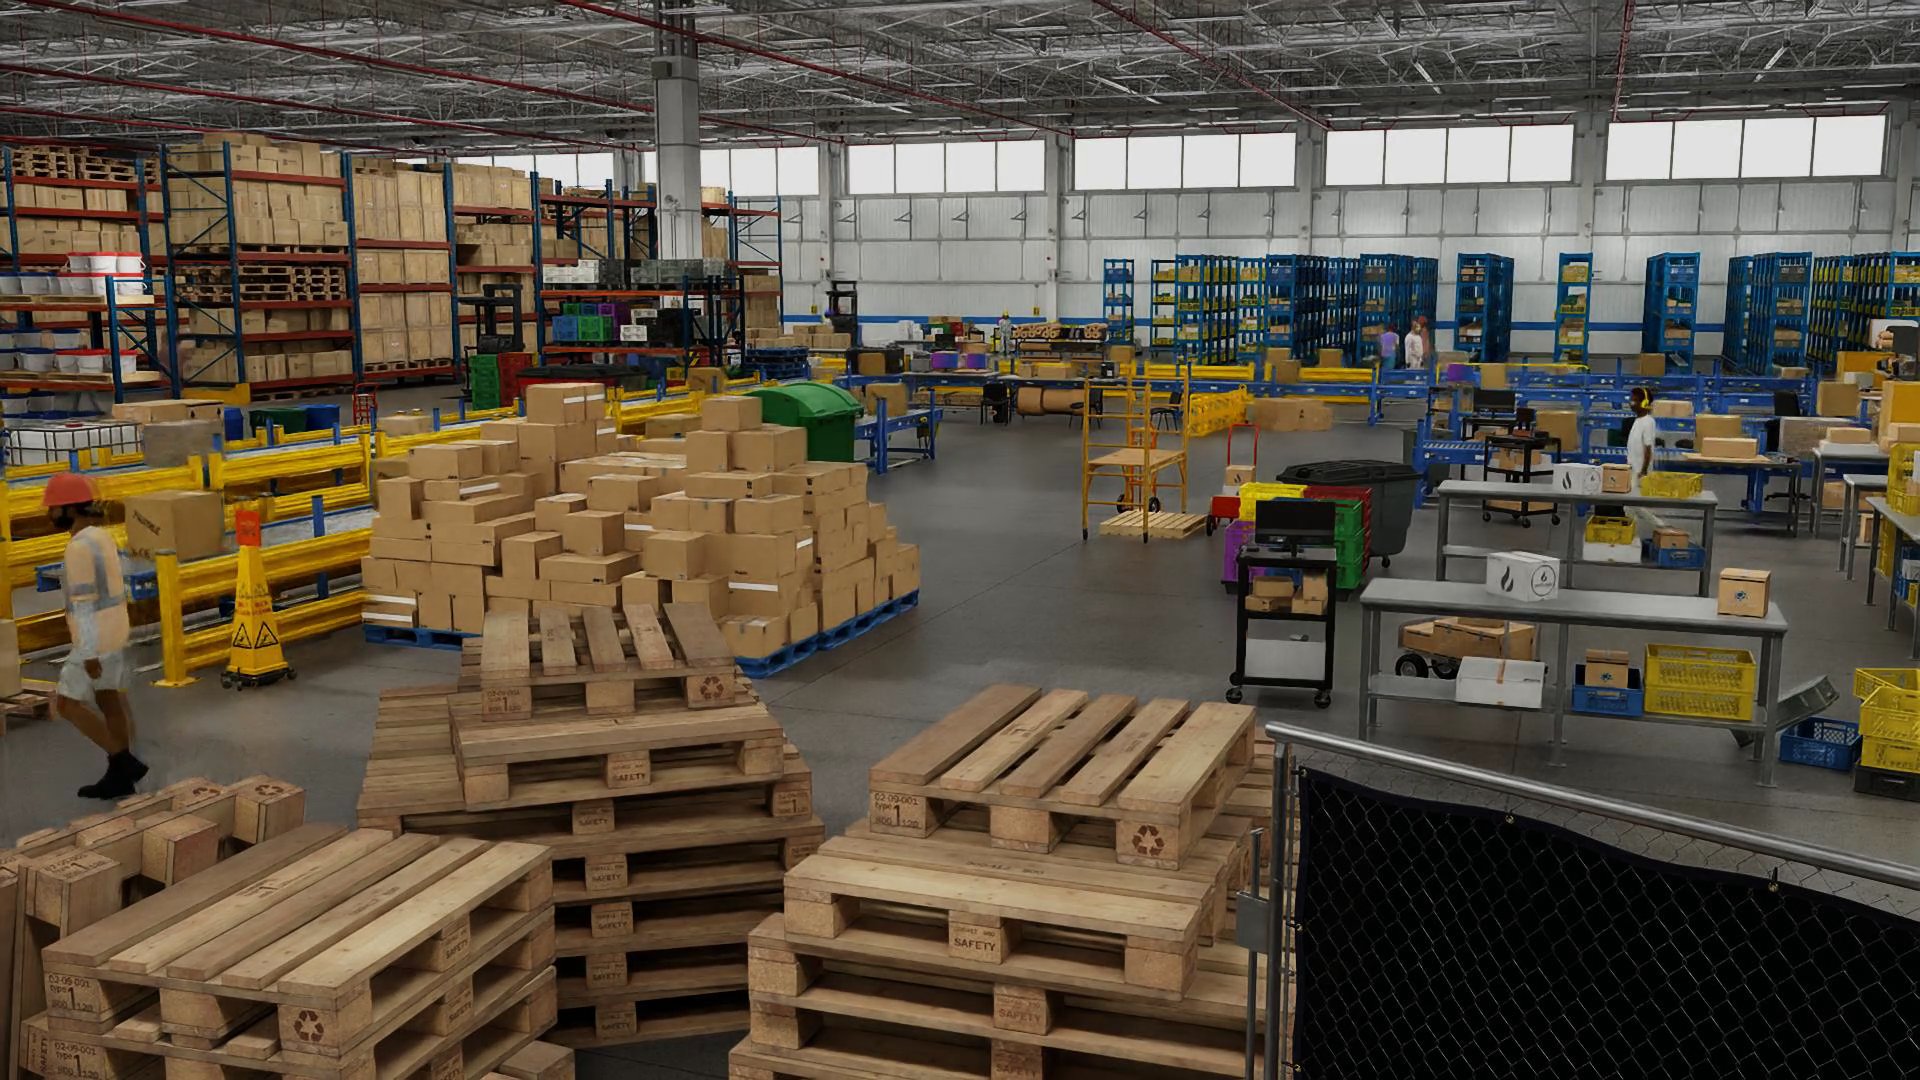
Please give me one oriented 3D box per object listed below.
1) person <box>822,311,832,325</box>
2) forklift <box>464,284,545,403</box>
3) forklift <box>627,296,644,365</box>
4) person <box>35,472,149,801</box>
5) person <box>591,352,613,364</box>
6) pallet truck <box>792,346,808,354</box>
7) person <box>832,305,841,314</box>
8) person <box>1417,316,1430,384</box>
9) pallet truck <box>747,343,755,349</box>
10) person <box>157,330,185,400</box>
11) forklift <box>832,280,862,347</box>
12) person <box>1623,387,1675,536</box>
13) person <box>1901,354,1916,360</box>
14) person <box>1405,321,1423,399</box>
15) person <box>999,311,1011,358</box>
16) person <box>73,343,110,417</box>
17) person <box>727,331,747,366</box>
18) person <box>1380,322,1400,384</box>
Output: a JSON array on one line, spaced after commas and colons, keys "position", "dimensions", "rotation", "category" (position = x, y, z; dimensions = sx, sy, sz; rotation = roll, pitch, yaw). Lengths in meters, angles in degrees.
[{"position": [-4.235, -6.415, 53.495], "dimensions": [0.420, 1.893, 0.685], "rotation": [-5, 10, -28], "category": "person"}, {"position": [-10.832, -4.702, 39.610], "dimensions": [1.129, 2.768, 1.873], "rotation": [3, 10, 20], "category": "forklift"}, {"position": [-8.944, -6.111, 48.459], "dimensions": [1.129, 2.768, 1.873], "rotation": [-6, 11, -31], "category": "forklift"}, {"position": [-5.003, 0.566, 9.548], "dimensions": [0.418, 1.923, 0.563], "rotation": [-2, 9, -9], "category": "person"}, {"position": [-8.918, -4.425, 41.295], "dimensions": [0.637, 1.782, 0.925], "rotation": [3, 9, 16], "category": "person"}, {"position": [-3.705, -4.298, 42.022], "dimensions": [0.653, 1.274, 1.630], "rotation": [3, 10, 20], "category": "pallet truck"}, {"position": [-4.869, -8.482, 66.483], "dimensions": [1.016, 1.887, 0.569], "rotation": [2, 9, 13], "category": "person"}, {"position": [12.187, -4.896, 43.665], "dimensions": [0.641, 1.975, 0.631], "rotation": [4, 10, 21], "category": "person"}, {"position": [-6.183, -4.618, 44.264], "dimensions": [1.601, 1.201, 0.680], "rotation": [-9, 12, -43], "category": "pallet truck"}, {"position": [-16.393, -3.406, 34.557], "dimensions": [0.520, 1.890, 0.659], "rotation": [3, 10, 18], "category": "person"}, {"position": [-4.490, -8.711, 64.783], "dimensions": [1.129, 2.768, 1.873], "rotation": [1, 9, 6], "category": "forklift"}, {"position": [7.344, -0.720, 17.844], "dimensions": [0.651, 1.854, 0.516], "rotation": [1, 9, 7], "category": "person"}, {"position": [22.540, -4.167, 39.576], "dimensions": [0.687, 1.813, 0.603], "rotation": [3, 10, 20], "category": "person"}, {"position": [11.173, -4.415, 40.883], "dimensions": [0.402, 1.905, 0.647], "rotation": [7, 12, 39], "category": "person"}, {"position": [1.661, -7.534, 60.996], "dimensions": [0.485, 1.735, 0.346], "rotation": [-4, 10, -24], "category": "person"}, {"position": [-18.504, -3.363, 35.222], "dimensions": [0.851, 1.584, 0.529], "rotation": [2, 9, 13], "category": "person"}, {"position": [-5.374, -4.197, 40.141], "dimensions": [0.530, 1.697, 0.321], "rotation": [-6, 11, -33], "category": "person"}, {"position": [11.271, -4.826, 43.797], "dimensions": [0.697, 1.813, 0.566], "rotation": [-7, 12, -39], "category": "person"}]
